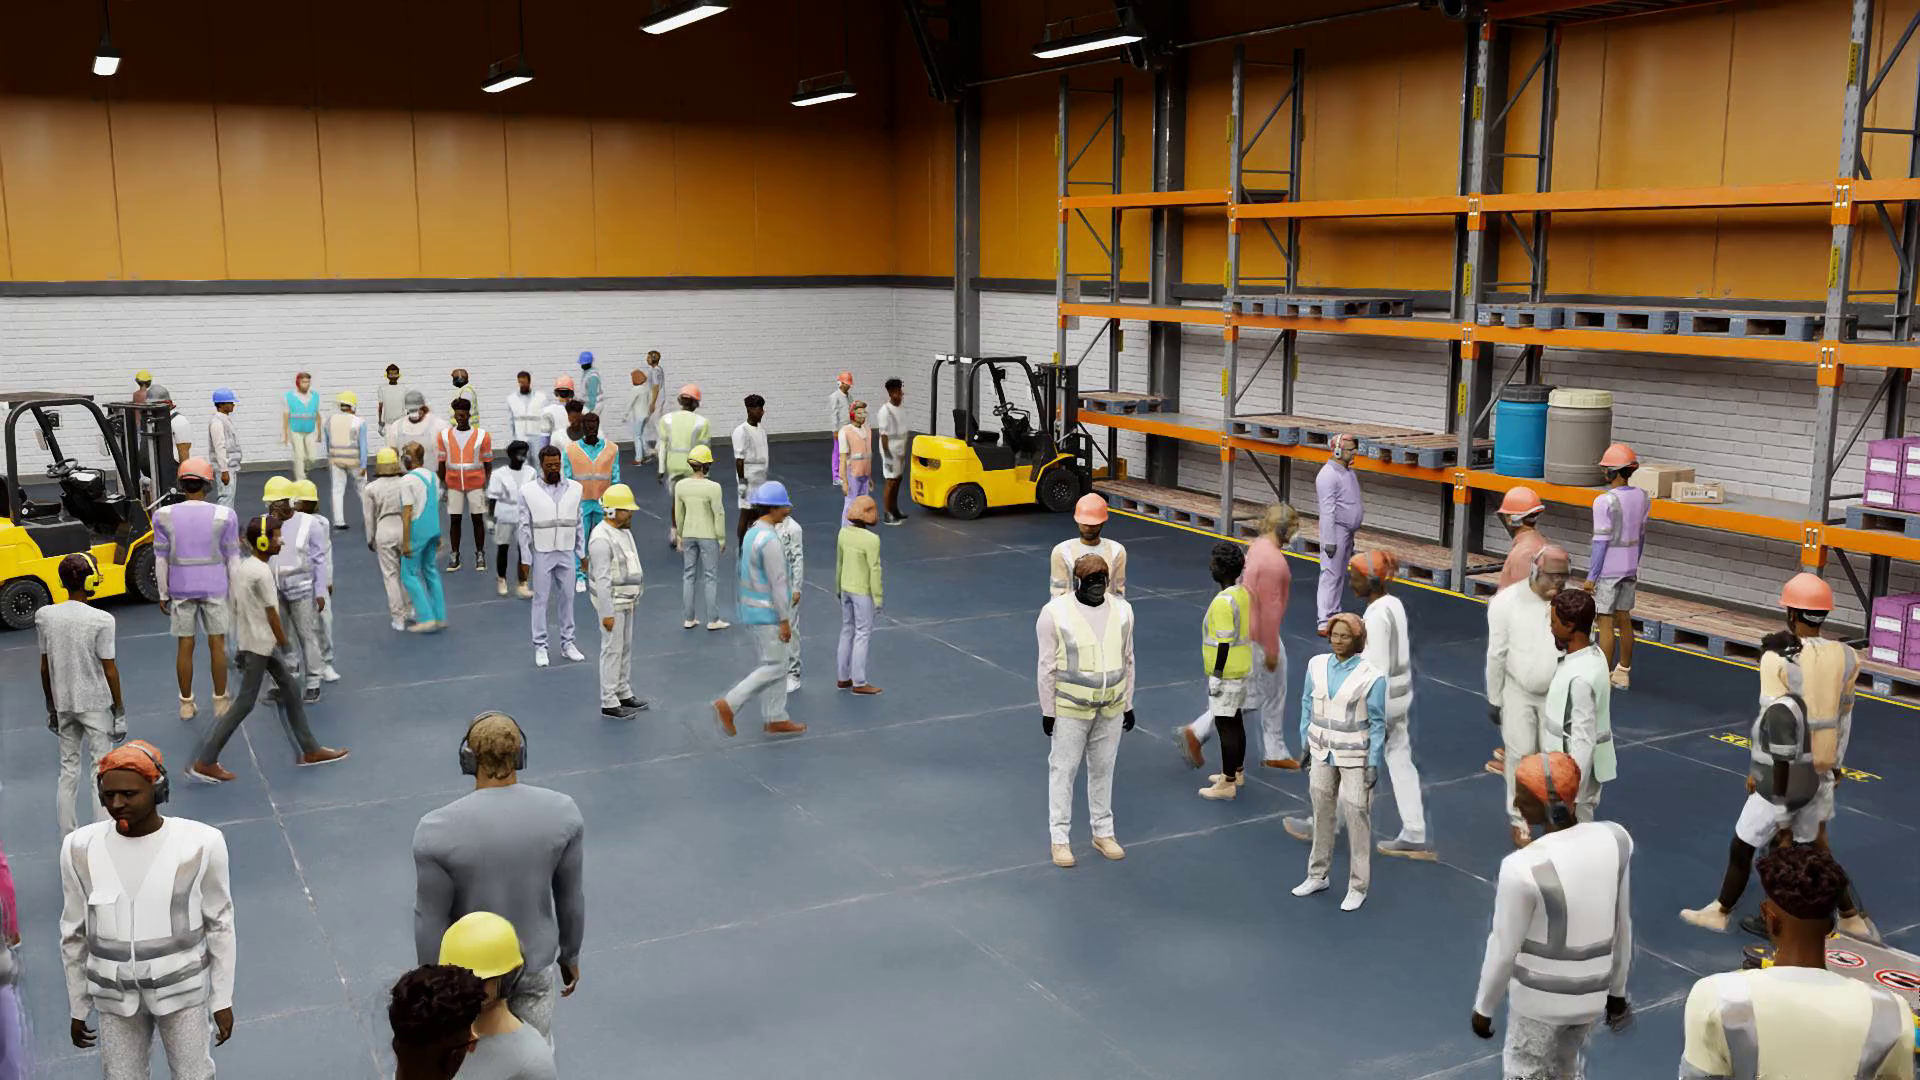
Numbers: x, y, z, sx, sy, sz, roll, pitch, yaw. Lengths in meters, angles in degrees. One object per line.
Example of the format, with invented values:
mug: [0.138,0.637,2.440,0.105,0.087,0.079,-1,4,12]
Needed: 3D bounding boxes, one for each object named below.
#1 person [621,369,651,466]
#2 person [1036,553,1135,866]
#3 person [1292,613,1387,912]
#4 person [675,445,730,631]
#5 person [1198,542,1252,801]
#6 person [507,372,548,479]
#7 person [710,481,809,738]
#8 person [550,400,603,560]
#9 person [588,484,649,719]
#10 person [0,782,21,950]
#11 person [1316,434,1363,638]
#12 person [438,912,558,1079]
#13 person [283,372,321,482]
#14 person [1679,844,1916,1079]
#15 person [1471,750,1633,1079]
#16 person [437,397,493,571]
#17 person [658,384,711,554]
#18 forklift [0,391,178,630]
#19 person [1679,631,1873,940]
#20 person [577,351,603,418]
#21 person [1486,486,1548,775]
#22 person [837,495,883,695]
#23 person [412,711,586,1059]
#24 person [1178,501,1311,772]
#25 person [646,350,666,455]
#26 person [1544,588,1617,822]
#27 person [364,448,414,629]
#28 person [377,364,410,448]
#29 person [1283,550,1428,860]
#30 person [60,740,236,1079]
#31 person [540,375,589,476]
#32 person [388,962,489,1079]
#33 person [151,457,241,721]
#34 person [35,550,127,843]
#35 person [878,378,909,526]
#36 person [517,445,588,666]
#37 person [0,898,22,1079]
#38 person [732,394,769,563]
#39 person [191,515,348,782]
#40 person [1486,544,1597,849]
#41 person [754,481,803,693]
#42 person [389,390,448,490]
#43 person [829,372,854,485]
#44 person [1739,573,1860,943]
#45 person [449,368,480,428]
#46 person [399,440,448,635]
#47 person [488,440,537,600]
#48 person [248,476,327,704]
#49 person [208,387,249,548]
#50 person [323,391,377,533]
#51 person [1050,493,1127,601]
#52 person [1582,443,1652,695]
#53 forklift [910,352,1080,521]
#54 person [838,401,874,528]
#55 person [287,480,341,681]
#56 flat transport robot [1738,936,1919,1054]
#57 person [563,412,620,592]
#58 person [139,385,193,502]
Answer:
person: [-5.427,-2.047,27.856,0.414,1.625,0.509,3,10,15]
person: [0.758,0.984,9.771,0.624,1.844,0.429,-4,11,-21]
person: [2.087,1.196,9.116,0.307,1.645,0.520,-9,14,-43]
person: [-2.448,-0.020,15.768,0.527,1.768,0.313,4,11,22]
person: [1.744,0.857,10.919,0.316,1.695,0.542,4,11,23]
person: [-6.235,-1.509,24.079,0.599,1.865,0.999,-2,10,-11]
person: [-1.471,0.533,12.137,0.655,1.920,0.623,-3,10,-18]
person: [-4.350,-0.657,19.033,0.624,1.897,1.056,-3,10,-18]
person: [-2.637,0.472,12.797,0.403,1.818,0.601,1,10,6]
person: [-5.039,1.315,8.467,0.507,1.631,0.268,9,14,43]
person: [3.535,-0.039,15.471,0.410,1.909,0.643,5,11,28]
person: [-1.329,1.900,4.716,0.537,1.769,0.318,8,13,38]
person: [-9.778,-1.594,24.680,0.498,1.819,0.610,9,13,42]
person: [2.340,1.800,4.746,0.658,1.947,0.482,2,10,11]
person: [2.143,1.628,6.026,0.688,1.855,0.478,-5,11,-25]
person: [-5.552,-0.625,18.670,0.601,1.967,0.369,-1,10,-7]
person: [-3.262,-0.851,19.835,0.641,2.011,0.582,1,10,8]
forklift: [-9.026,-0.363,16.508,1.214,2.155,2.313,6,11,29]
person: [4.290,1.287,8.573,0.883,1.652,0.531,8,13,39]
person: [-6.292,-2.254,28.246,0.455,1.925,0.643,-5,11,-27]
person: [3.842,0.622,11.422,0.392,1.990,0.614,6,11,30]
person: [-0.823,0.442,13.536,0.315,1.622,0.521,-8,13,-40]
person: [-1.680,1.577,6.125,0.641,1.927,0.386,-7,12,-36]
person: [1.973,0.674,11.400,0.828,1.906,0.650,1,10,6]
person: [-5.391,-2.434,29.439,0.345,1.847,0.507,0,10,-3]
person: [3.105,1.187,8.395,0.395,1.915,0.587,4,10,20]
person: [-5.449,-0.032,15.984,0.508,1.708,0.781,-4,11,-23]
person: [-8.725,-1.787,25.682,0.510,1.860,0.333,-3,10,-18]
person: [2.386,0.960,9.871,0.919,1.838,0.597,5,11,27]
person: [-2.877,1.633,5.919,0.575,1.883,0.355,-2,10,-9]
person: [-4.927,-1.040,20.843,0.612,2.043,0.374,-2,10,-13]
person: [-1.384,1.986,3.988,0.630,1.870,1.177,2,10,13]
person: [-5.820,0.377,12.737,0.607,2.033,0.408,-3,10,-17]
person: [-5.098,0.990,9.695,0.512,1.861,0.325,1,10,7]
person: [-0.837,-1.162,21.903,0.383,1.937,0.762,4,11,22]
person: [-3.549,0.123,14.505,0.596,1.918,0.380,-7,12,-34]
person: [-3.310,1.707,5.227,1.087,1.983,0.620,5,11,27]
person: [-2.379,-0.705,19.136,0.361,1.962,0.612,4,11,22]
person: [-4.786,0.733,11.331,1.008,1.815,0.485,-5,11,-26]
person: [3.500,0.914,10.108,0.651,1.878,0.586,1,10,5]
person: [-1.505,0.378,13.548,0.492,1.740,0.325,6,12,31]
person: [-6.288,-0.762,19.249,0.694,2.000,0.887,1,10,5]
person: [-1.781,-1.720,25.615,0.337,1.743,0.560,5,11,27]
person: [4.341,1.131,8.652,0.552,1.934,0.373,-2,10,-13]
person: [-7.470,-1.670,25.097,0.429,1.831,0.634,-3,10,-19]
person: [-5.076,-0.027,15.662,0.362,1.820,0.542,3,10,19]
person: [-4.596,-0.209,17.153,0.593,1.643,0.795,-8,12,-37]
person: [-5.326,0.399,13.168,0.600,1.830,0.404,0,10,-1]
person: [-8.896,-0.876,20.173,0.386,1.948,0.601,-3,10,-16]
person: [-7.854,-1.018,21.449,0.614,1.789,0.898,1,10,5]
person: [0.900,0.627,11.557,0.552,1.933,0.368,-2,10,-12]
person: [5.294,0.235,13.501,0.608,2.044,0.370,-6,12,-33]
forklift: [0.460,-1.461,22.833,2.313,2.155,1.214,-5,11,-28]
person: [-1.226,-0.718,19.557,0.375,1.843,0.575,6,11,30]
person: [-5.446,0.351,13.782,0.486,1.718,0.498,-6,12,-33]
flat transport robot: [4.406,2.139,7.637,0.652,0.197,1.431,-6,12,-31]
person: [-3.881,-0.404,17.582,0.587,1.910,0.396,-4,10,-20]
person: [-9.401,-0.827,19.626,0.681,2.000,0.535,4,11,24]
